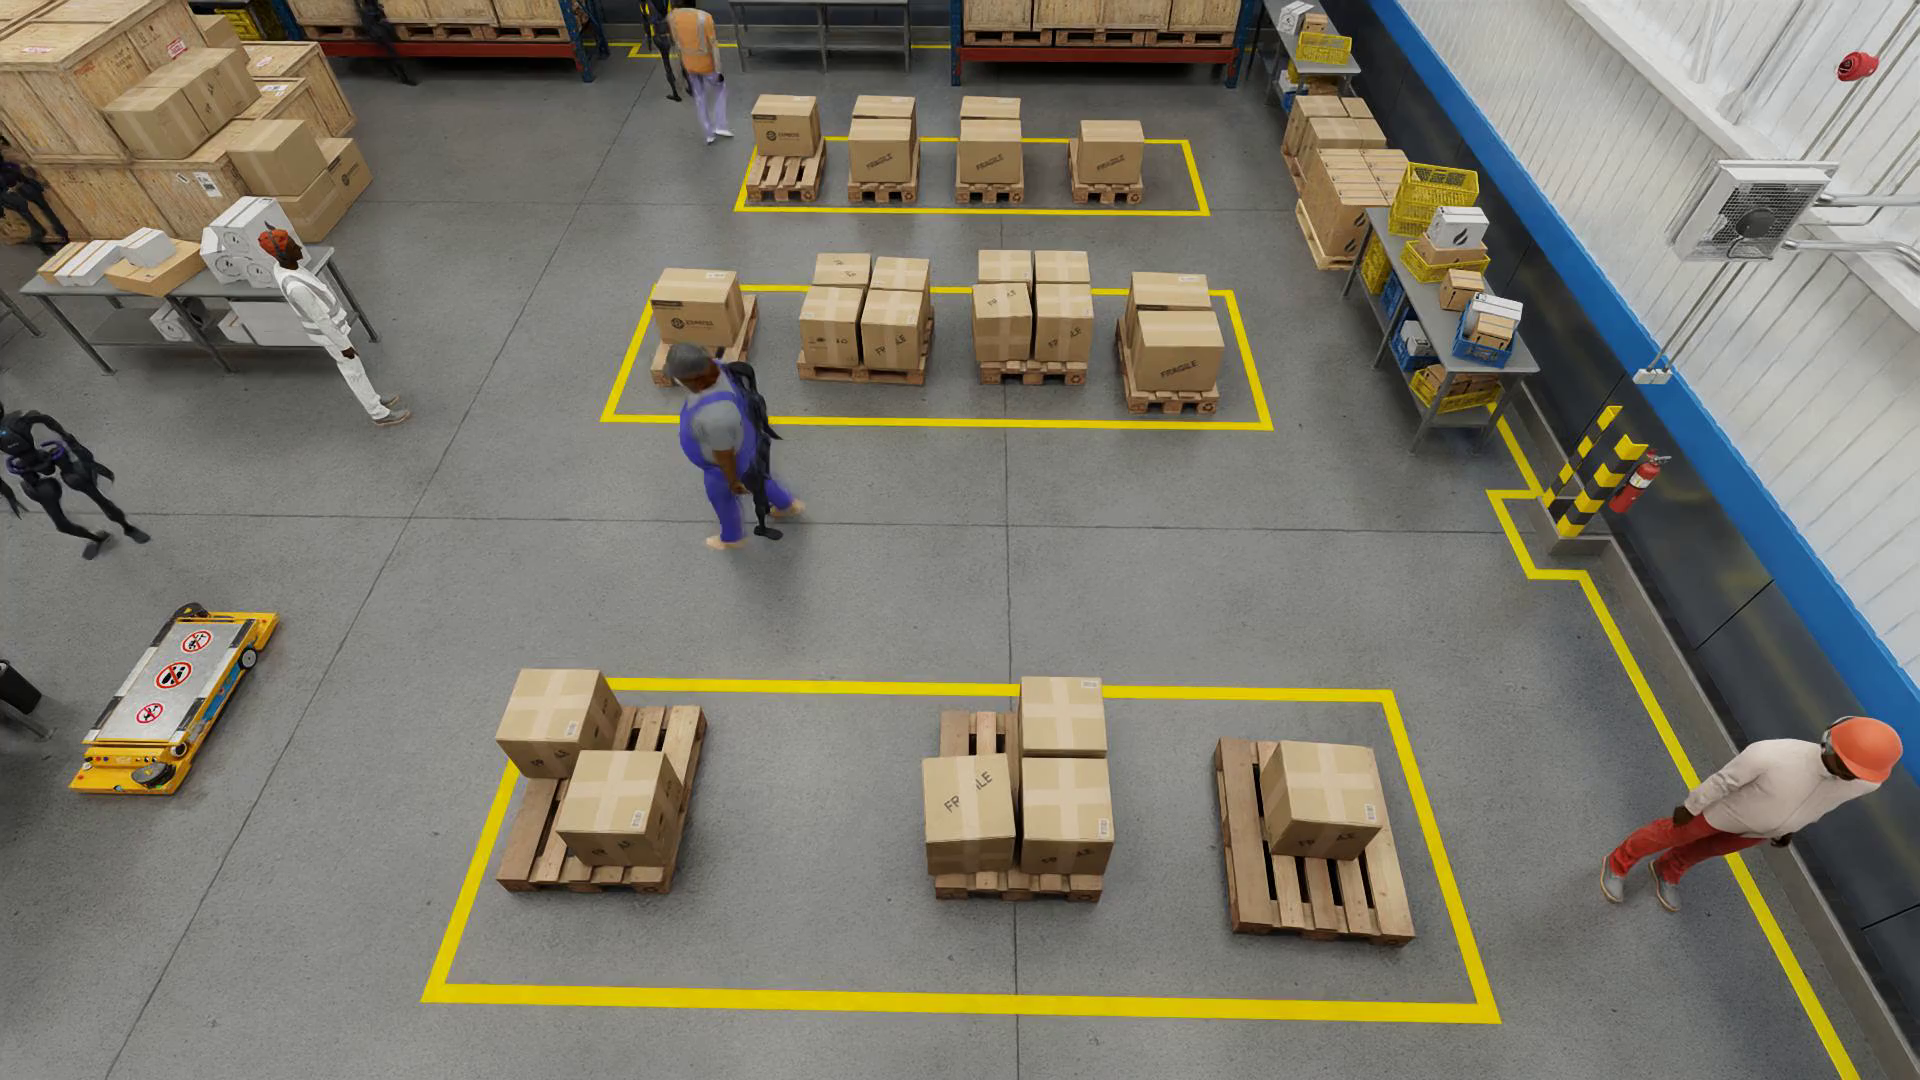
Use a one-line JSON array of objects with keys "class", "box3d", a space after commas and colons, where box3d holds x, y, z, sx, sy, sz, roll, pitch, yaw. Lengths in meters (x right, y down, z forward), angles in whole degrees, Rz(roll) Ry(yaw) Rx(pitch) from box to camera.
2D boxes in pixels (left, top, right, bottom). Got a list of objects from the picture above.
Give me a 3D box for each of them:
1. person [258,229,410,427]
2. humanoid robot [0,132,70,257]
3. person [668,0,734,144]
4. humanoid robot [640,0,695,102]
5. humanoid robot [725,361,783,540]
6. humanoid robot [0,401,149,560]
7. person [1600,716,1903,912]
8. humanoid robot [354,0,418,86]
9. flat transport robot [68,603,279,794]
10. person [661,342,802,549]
[{"class": "person", "box3d": [-5.340, -1.778, 7.814, 0.356, 1.882, 0.574, -32, 57, -24]}, {"class": "humanoid robot", "box3d": [-9.885, -3.686, 9.564, 0.411, 1.653, 0.612, 12, 51, 10]}, {"class": "person", "box3d": [-3.171, -5.852, 11.246, 0.595, 1.904, 0.438, 9, 50, 7]}, {"class": "humanoid robot", "box3d": [-3.880, -6.727, 12.131, 0.567, 1.650, 0.324, -33, 57, -25]}, {"class": "humanoid robot", "box3d": [-1.557, -0.695, 7.024, 0.311, 1.656, 0.609, 2, 50, 2]}, {"class": "humanoid robot", "box3d": [-6.813, -0.477, 6.849, 0.632, 1.644, 0.374, -35, 58, -26]}, {"class": "person", "box3d": [4.247, 1.504, 4.964, 0.611, 1.995, 0.389, 10, 50, 8]}, {"class": "humanoid robot", "box3d": [-7.891, -7.024, 12.391, 0.485, 1.632, 0.620, 8, 50, 7]}, {"class": "flat transport robot", "box3d": [-5.504, 1.072, 6.442, 0.652, 0.197, 1.431, 1, 50, 1]}, {"class": "person", "box3d": [-1.678, -0.699, 6.799, 0.752, 2.000, 0.689, -2, 50, -1]}]
